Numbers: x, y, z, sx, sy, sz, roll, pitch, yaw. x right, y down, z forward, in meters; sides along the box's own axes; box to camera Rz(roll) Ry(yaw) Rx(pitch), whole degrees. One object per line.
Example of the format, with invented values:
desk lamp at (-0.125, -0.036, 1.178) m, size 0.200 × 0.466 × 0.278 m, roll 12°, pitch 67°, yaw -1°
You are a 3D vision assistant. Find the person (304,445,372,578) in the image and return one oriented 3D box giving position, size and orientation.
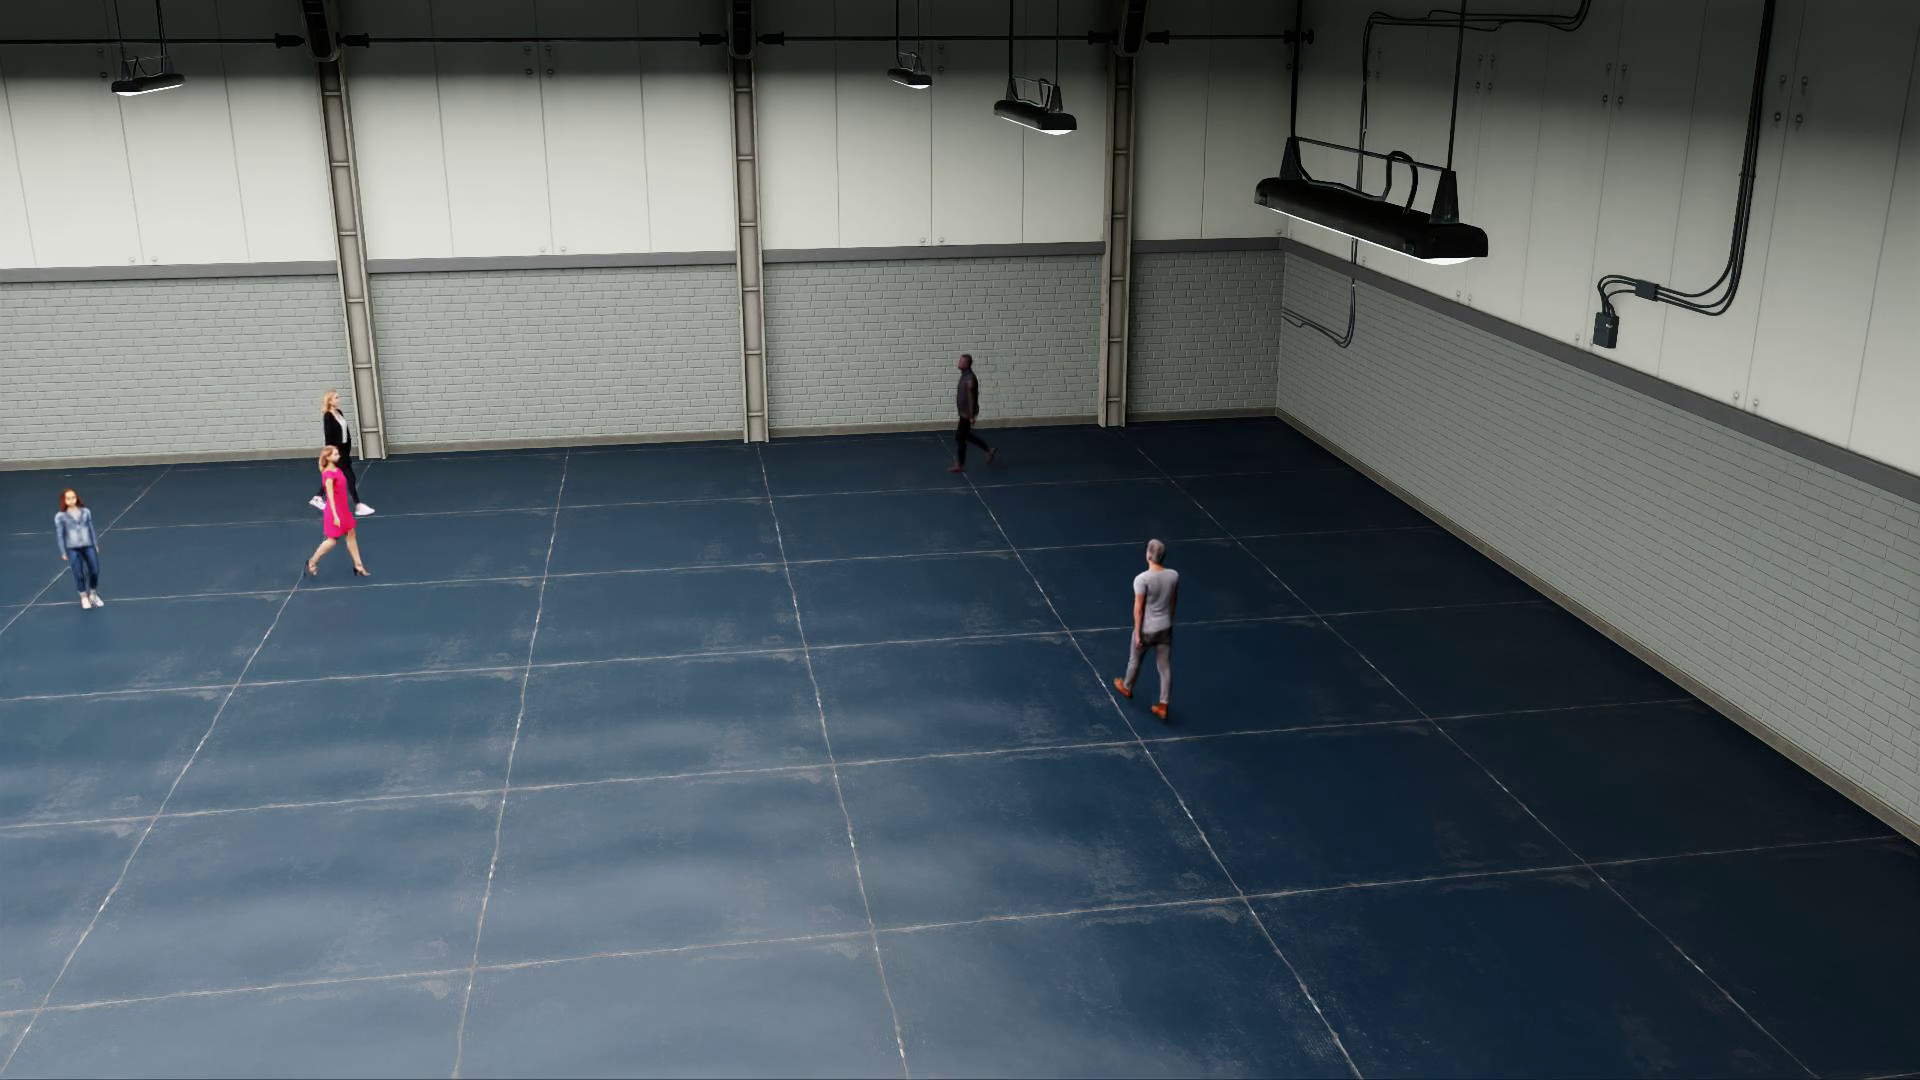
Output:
person at (-7.743, -0.318, 20.435) m, size 1.021 × 1.696 × 0.655 m, roll 0°, pitch 18°, yaw -1°

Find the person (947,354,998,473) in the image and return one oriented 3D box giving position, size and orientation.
person at (0.193, -1.907, 25.128) m, size 1.003 × 1.812 × 0.713 m, roll -3°, pitch 18°, yaw -9°

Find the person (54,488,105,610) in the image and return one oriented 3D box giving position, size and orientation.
person at (-10.382, 0.086, 19.566) m, size 0.655 × 1.466 × 0.744 m, roll -16°, pitch 24°, yaw -40°

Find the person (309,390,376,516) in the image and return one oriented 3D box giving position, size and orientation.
person at (-8.680, -1.183, 22.979) m, size 1.223 × 1.766 × 0.802 m, roll 1°, pitch 18°, yaw 3°

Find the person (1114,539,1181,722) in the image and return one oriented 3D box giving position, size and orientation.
person at (1.974, 0.927, 16.464) m, size 1.133 × 1.787 × 0.949 m, roll -8°, pitch 20°, yaw -23°
